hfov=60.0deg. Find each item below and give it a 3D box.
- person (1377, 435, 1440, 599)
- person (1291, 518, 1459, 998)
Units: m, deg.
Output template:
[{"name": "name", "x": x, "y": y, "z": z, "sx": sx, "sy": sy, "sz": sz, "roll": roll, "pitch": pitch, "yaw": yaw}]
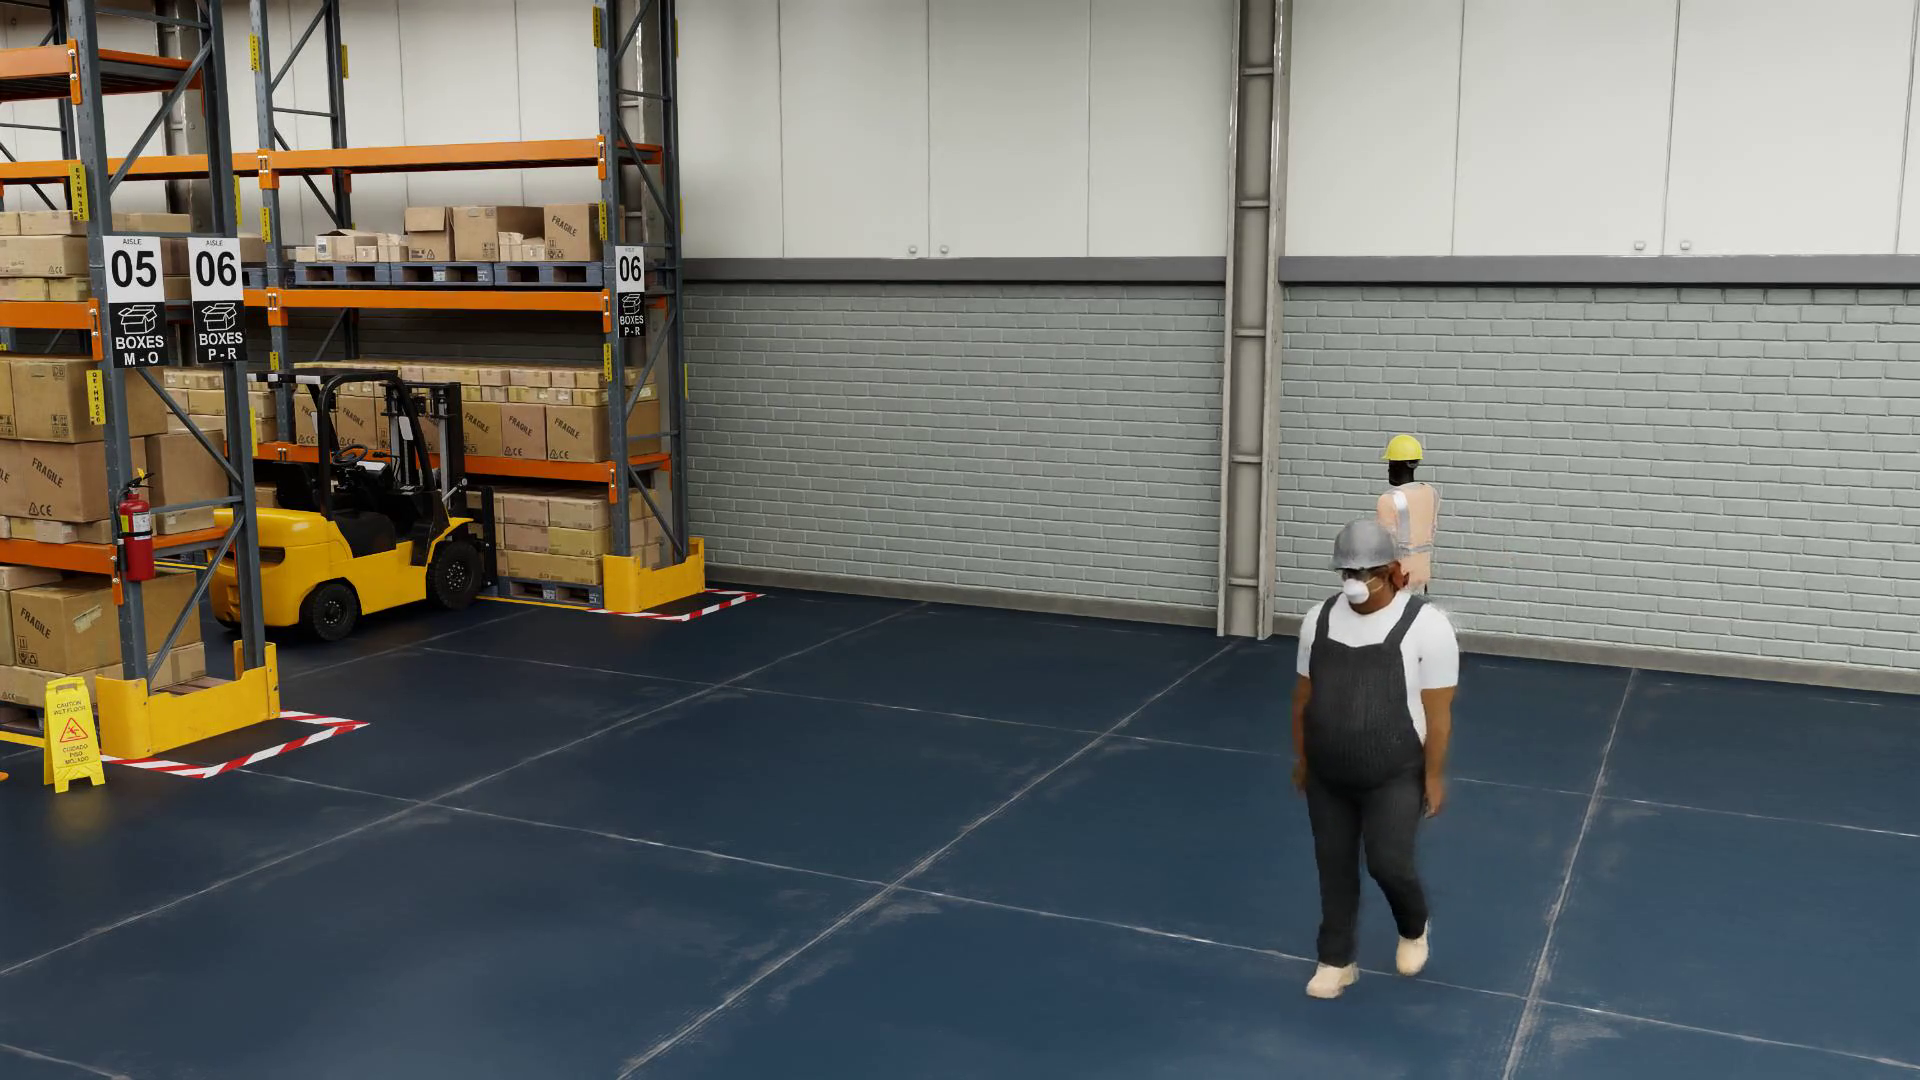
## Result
[{"name": "person", "x": 2.973, "y": 0.251, "z": 11.231, "sx": 0.588, "sy": 1.927, "sz": 0.370, "roll": -8, "pitch": 12, "yaw": -41}, {"name": "person", "x": 1.672, "y": 0.900, "z": 6.908, "sx": 0.703, "sy": 2.000, "sz": 0.578, "roll": 8, "pitch": 12, "yaw": 39}]
